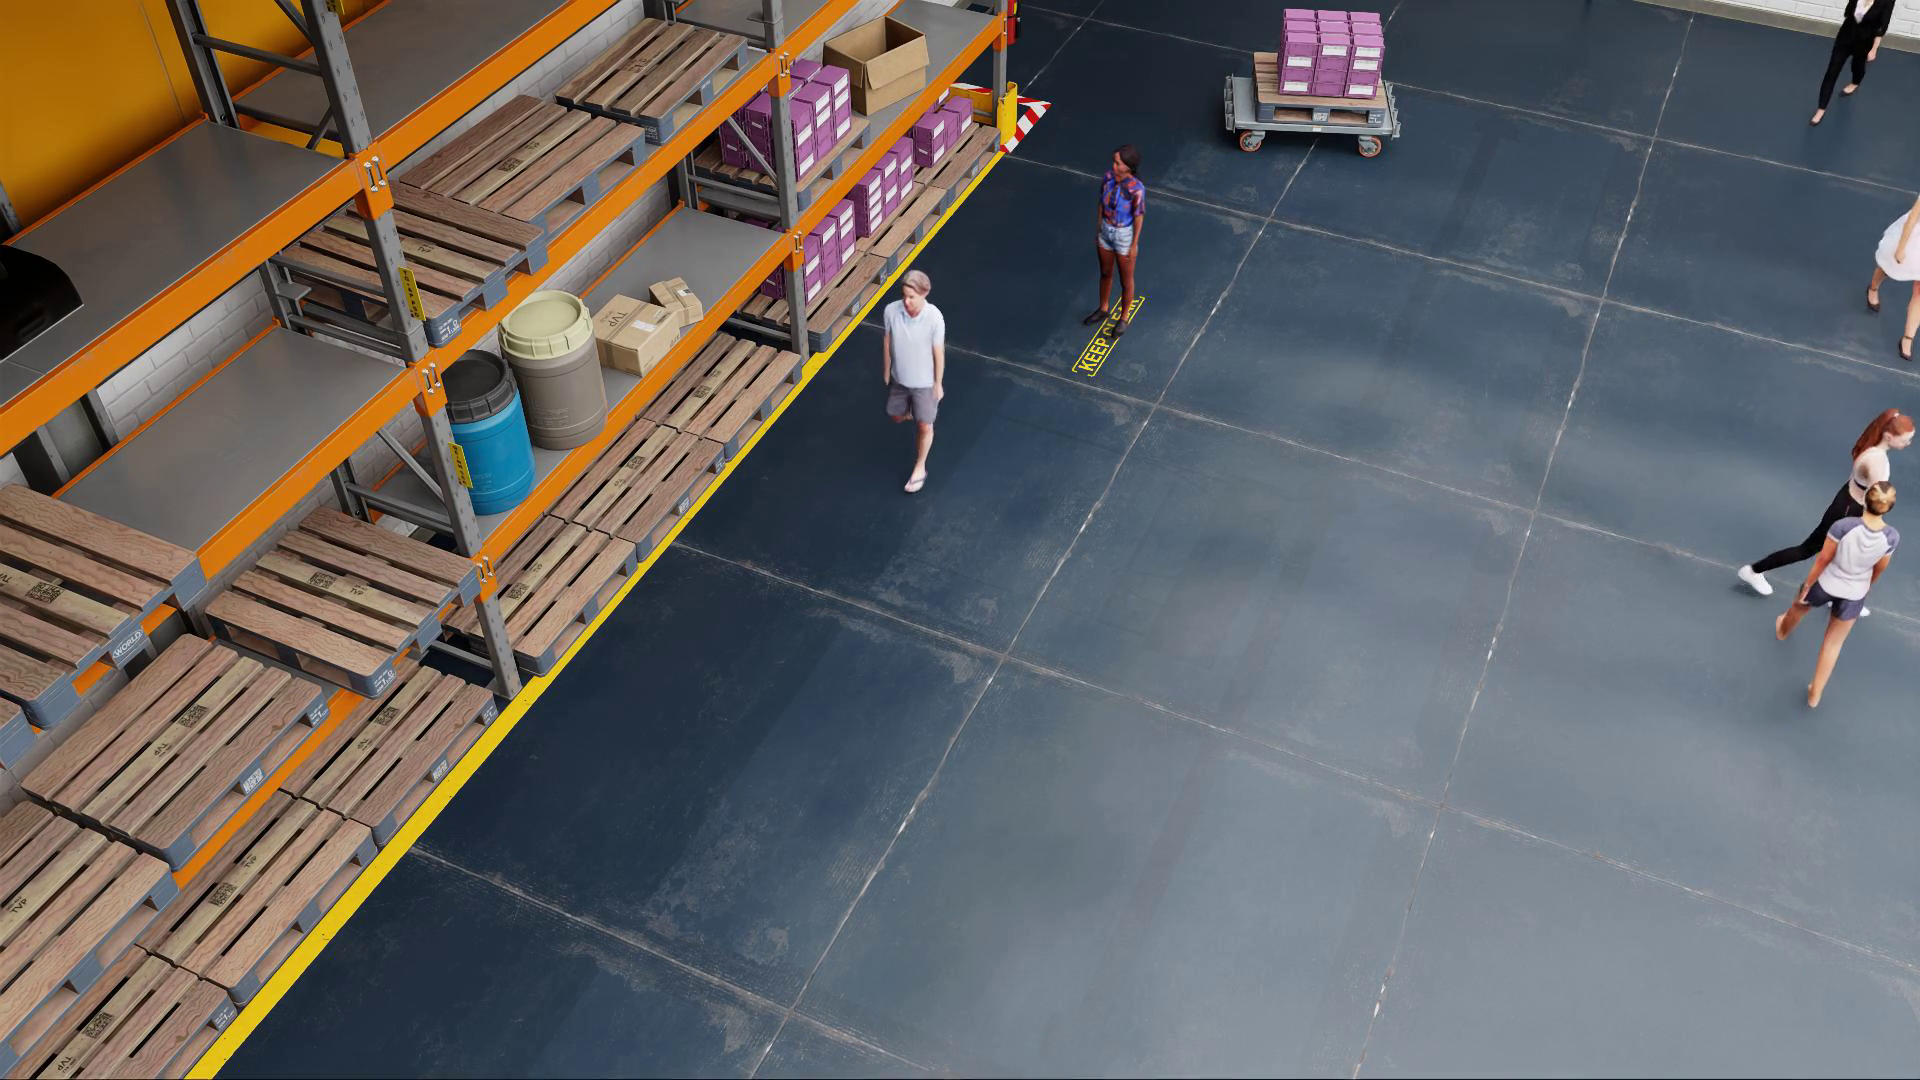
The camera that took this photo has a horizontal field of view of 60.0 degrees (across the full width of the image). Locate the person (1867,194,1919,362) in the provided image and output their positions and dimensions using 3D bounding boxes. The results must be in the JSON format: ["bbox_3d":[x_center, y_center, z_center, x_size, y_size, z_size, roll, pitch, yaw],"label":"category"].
[{"bbox_3d":[7.720,-2.432,13.496,0.968,1.741,1.302,0,44,0],"label":"person"}]

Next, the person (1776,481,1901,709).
[{"bbox_3d":[5.633,0.373,10.676,0.640,1.570,1.055,14,45,15],"label":"person"}]

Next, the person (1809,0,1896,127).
[{"bbox_3d":[8.726,-4.852,16.142,1.206,1.596,0.857,-34,53,-31],"label":"person"}]

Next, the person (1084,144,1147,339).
[{"bbox_3d":[1.296,-2.454,13.517,0.646,1.744,0.617,33,52,29],"label":"person"}]

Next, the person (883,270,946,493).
[{"bbox_3d":[-0.283,-1.227,12.179,0.650,1.815,0.889,17,46,17],"label":"person"}]

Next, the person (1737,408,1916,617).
[{"bbox_3d":[5.845,-0.188,11.161,0.685,1.715,1.056,19,47,19],"label":"person"}]
